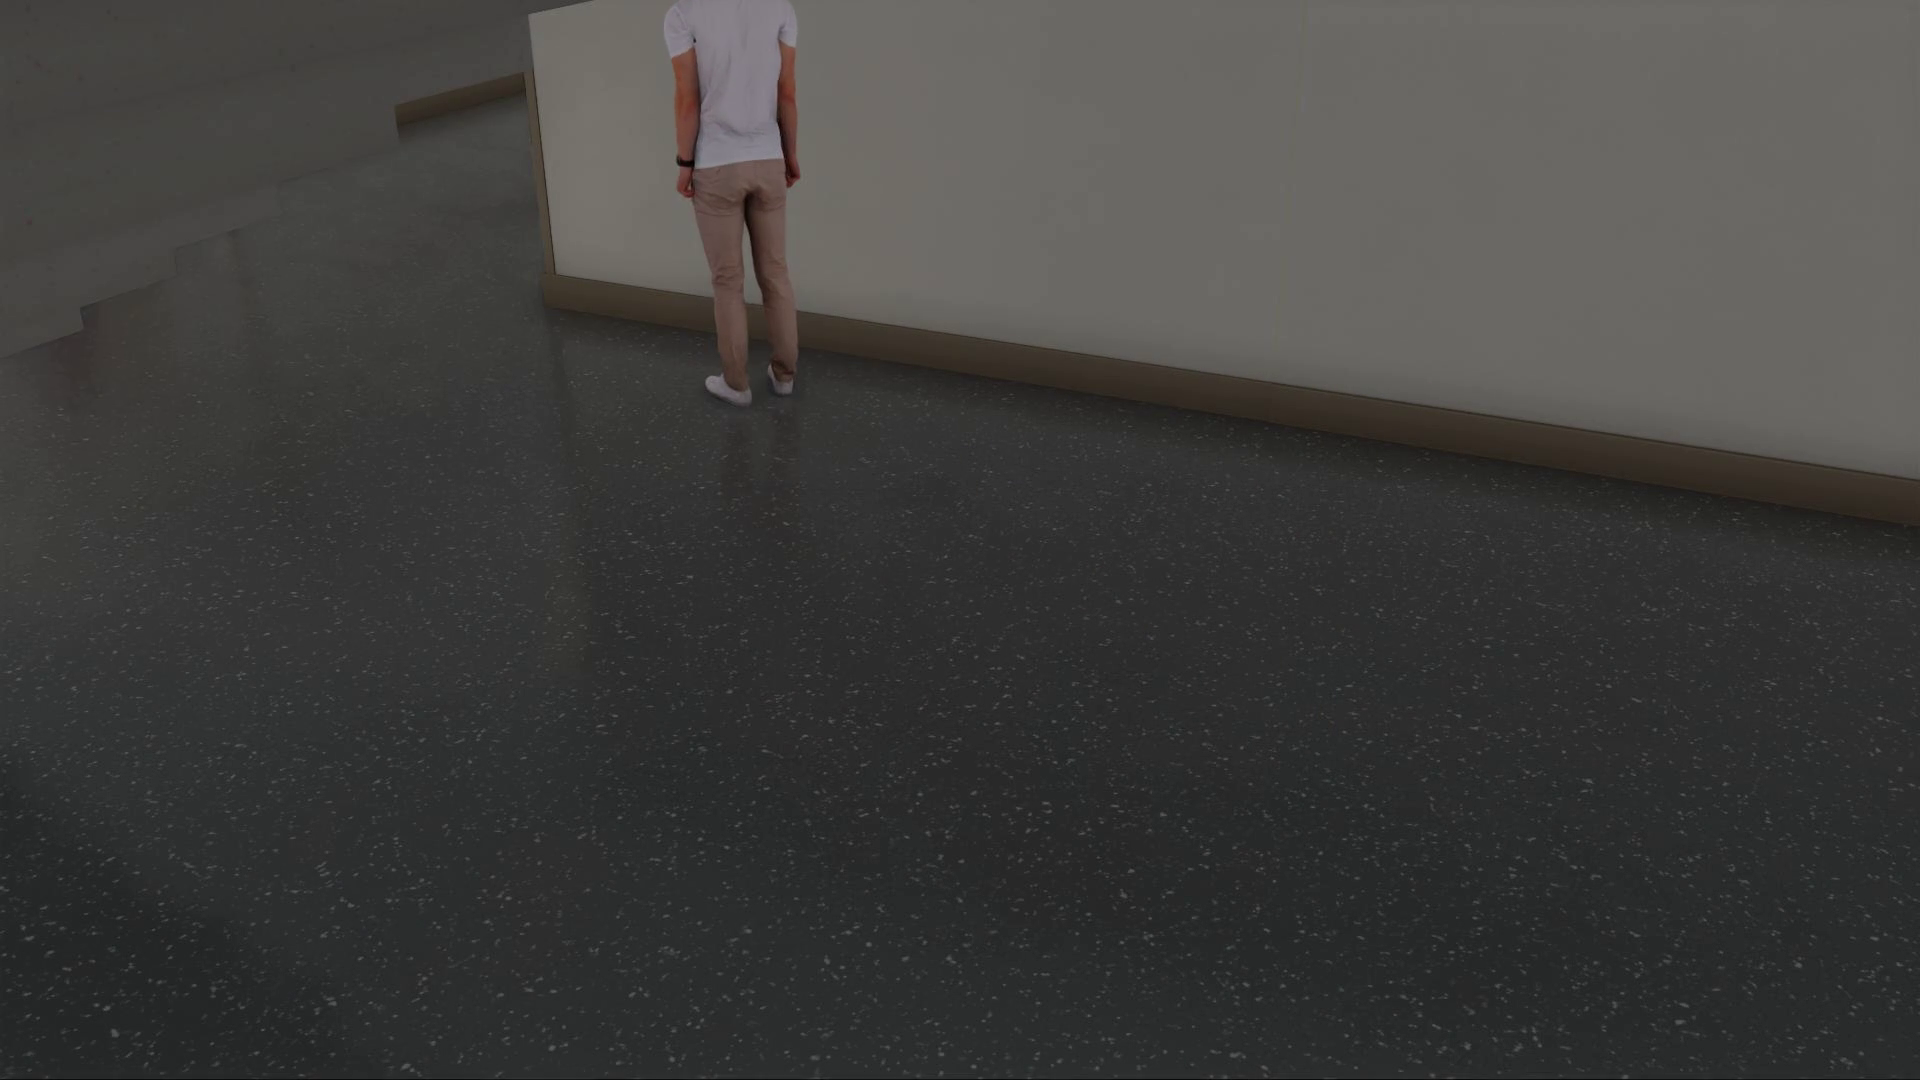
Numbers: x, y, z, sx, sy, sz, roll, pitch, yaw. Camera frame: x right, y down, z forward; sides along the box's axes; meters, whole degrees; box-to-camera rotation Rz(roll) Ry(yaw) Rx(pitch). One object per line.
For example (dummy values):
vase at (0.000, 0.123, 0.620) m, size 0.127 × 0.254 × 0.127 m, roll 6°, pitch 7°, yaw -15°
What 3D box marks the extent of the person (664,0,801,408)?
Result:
person at (-0.852, -1.447, 6.412) m, size 0.766 × 1.886 × 0.793 m, roll -13°, pitch 29°, yaw -25°
